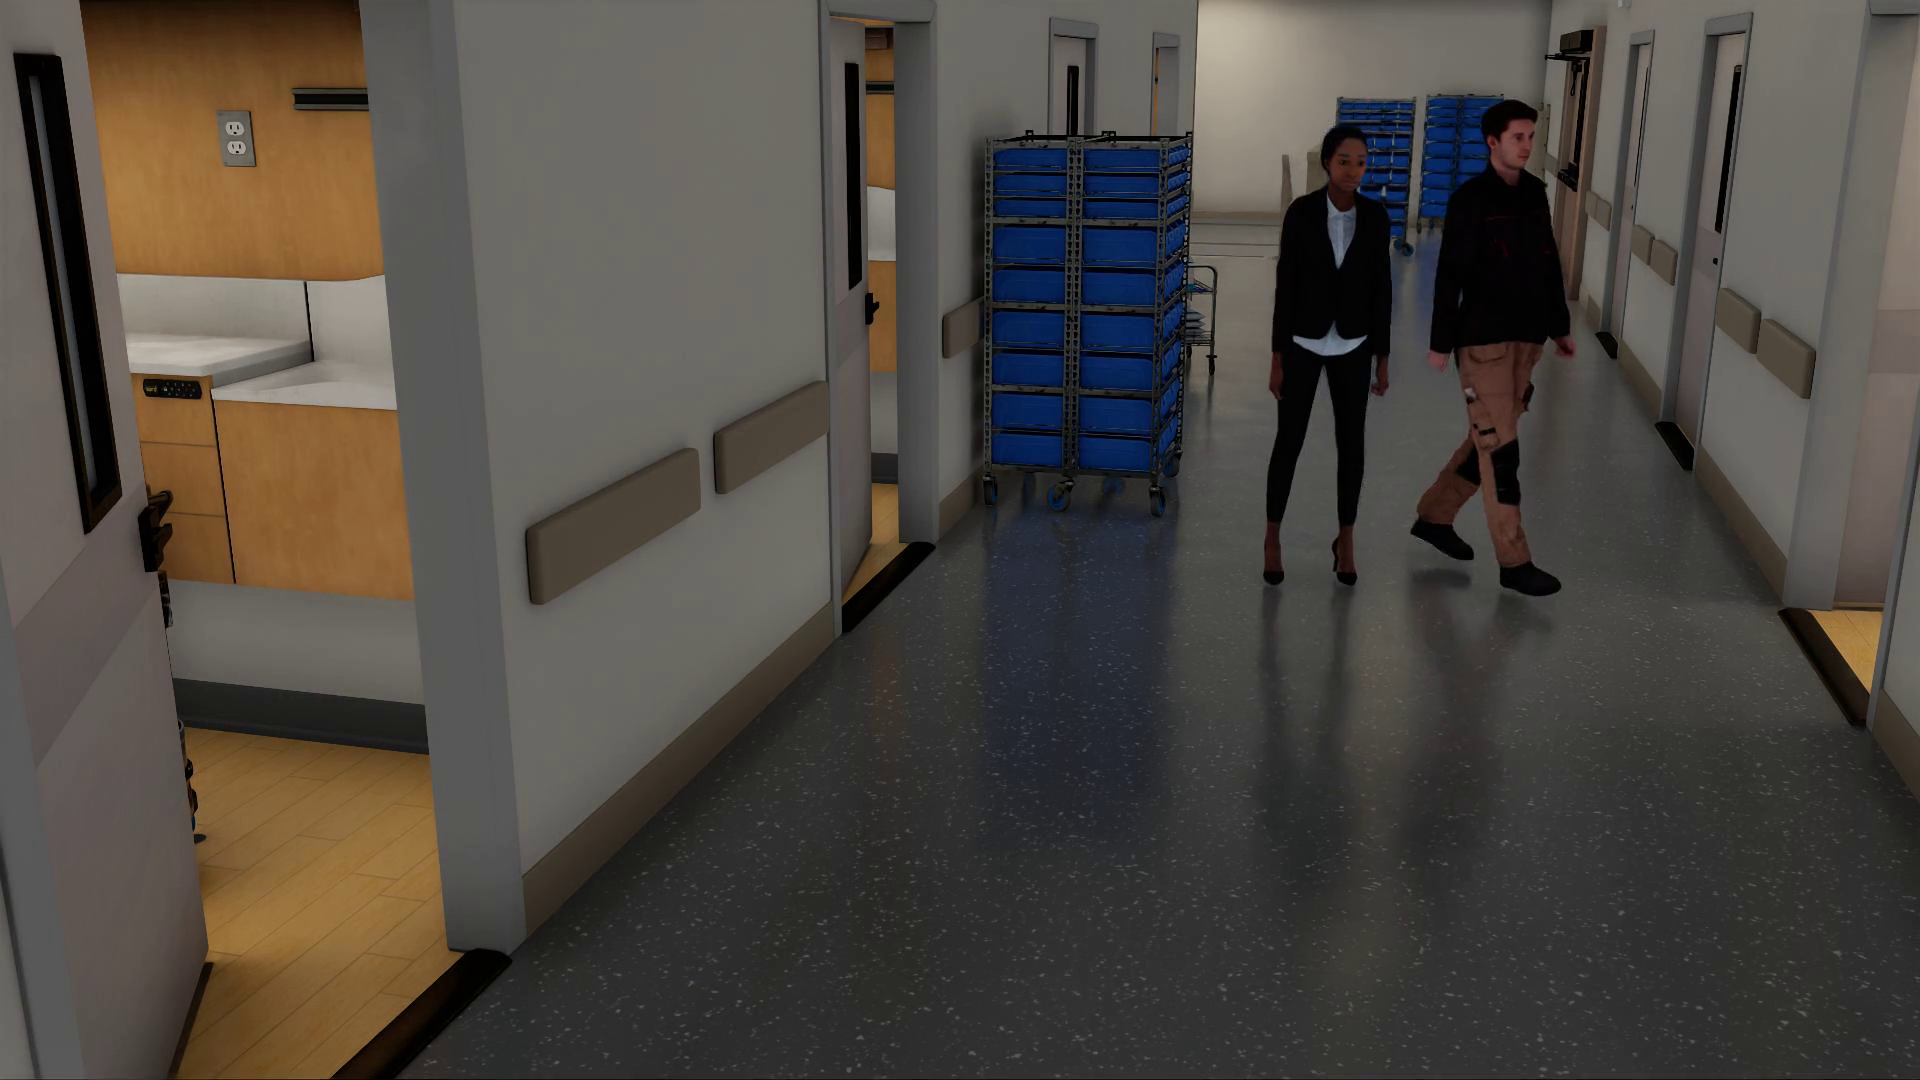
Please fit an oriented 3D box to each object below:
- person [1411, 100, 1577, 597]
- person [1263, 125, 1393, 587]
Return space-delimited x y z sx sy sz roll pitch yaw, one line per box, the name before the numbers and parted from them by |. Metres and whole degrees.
person | 2.138 -0.787 6.764 1.153 1.895 1.188 -10 19 -32
person | 1.463 -0.698 6.587 0.676 1.820 0.616 1 16 3
